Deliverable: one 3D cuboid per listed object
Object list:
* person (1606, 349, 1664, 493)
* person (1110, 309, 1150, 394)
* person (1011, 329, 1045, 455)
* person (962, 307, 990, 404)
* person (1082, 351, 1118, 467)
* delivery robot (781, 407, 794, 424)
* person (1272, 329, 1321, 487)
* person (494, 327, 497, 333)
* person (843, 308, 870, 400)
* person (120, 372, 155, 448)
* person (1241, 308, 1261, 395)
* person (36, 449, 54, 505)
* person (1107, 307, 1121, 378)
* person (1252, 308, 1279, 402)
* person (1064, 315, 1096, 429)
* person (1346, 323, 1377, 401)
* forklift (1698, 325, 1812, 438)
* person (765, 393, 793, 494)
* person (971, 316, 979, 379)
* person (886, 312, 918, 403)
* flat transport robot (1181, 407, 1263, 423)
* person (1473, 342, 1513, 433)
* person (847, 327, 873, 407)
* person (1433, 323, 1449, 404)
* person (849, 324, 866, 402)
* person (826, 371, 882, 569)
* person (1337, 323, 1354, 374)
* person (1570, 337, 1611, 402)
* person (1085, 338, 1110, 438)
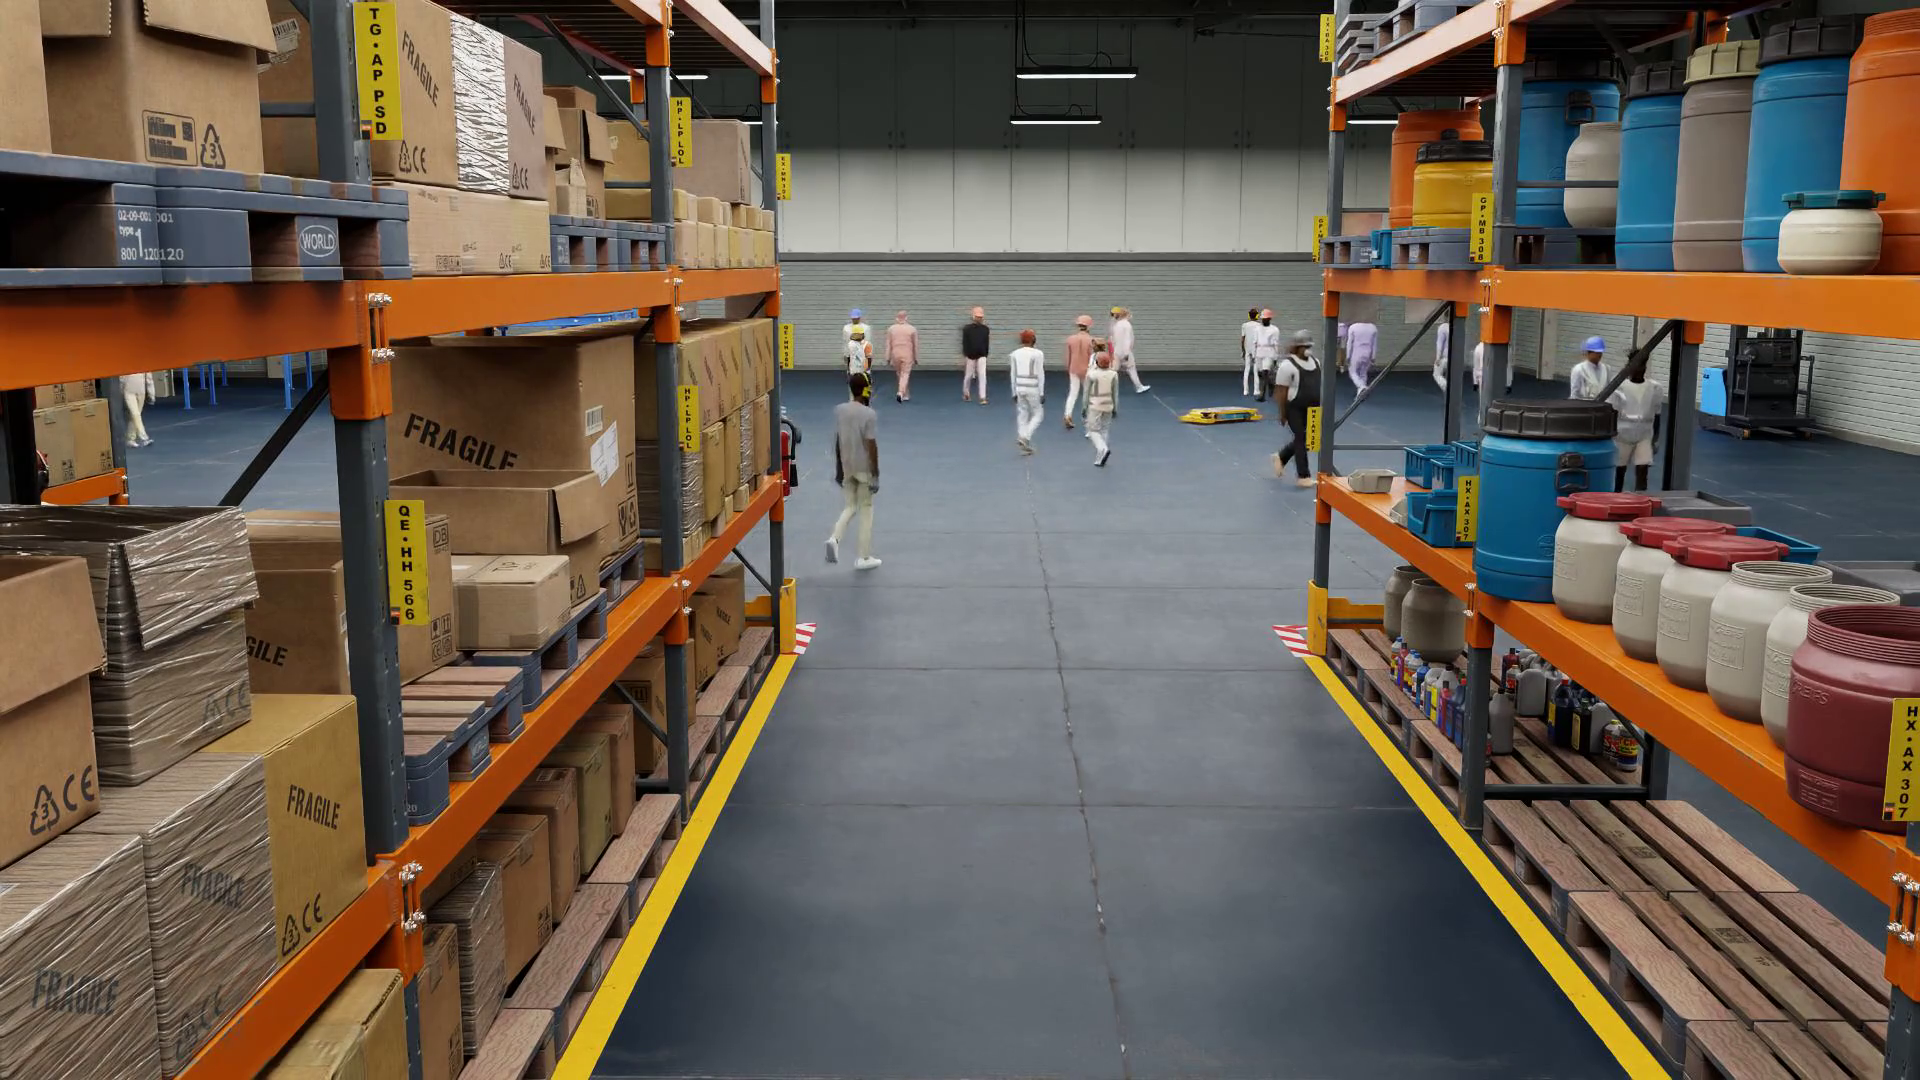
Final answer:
[{"bbox_3d":[7.376,-1.137,18.249,0.627,1.909,1.025,2,10,9],"label":"person"},{"bbox_3d":[3.600,-4.092,36.136,1.045,1.844,0.663,-4,10,-24],"label":"person"},{"bbox_3d":[1.021,-2.201,24.730,0.607,1.871,0.413,7,12,37],"label":"person"},{"bbox_3d":[0.303,-3.765,33.859,0.612,1.963,0.912,-3,10,-17],"label":"person"},{"bbox_3d":[1.976,-1.814,23.157,0.533,1.624,0.531,-4,10,-24],"label":"person"},{"bbox_3d":[-2.827,-2.004,26.564,0.335,0.223,0.698,-2,10,-14],"label":"delivery robot"},{"bbox_3d":[4.350,-1.720,21.474,0.679,2.000,0.822,-8,12,-39],"label":"person"},{"bbox_3d":[-7.655,-2.643,27.176,0.350,1.942,0.545,8,13,42],"label":"person"},{"bbox_3d":[-2.168,-3.941,35.076,0.614,1.908,0.907,1,10,7],"label":"person"},{"bbox_3d":[-12.650,-2.204,25.591,0.886,1.573,0.513,6,11,34],"label":"person"},{"bbox_3d":[6.325,-4.066,35.920,0.518,1.869,0.326,5,11,29],"label":"person"},{"bbox_3d":[-4.913,0.439,8.880,0.573,1.887,0.355,0,9,-1],"label":"person"},{"bbox_3d":[3.784,-4.842,40.879,0.329,1.765,0.526,2,10,11],"label":"person"},{"bbox_3d":[6.352,-3.838,34.409,0.558,1.918,0.765,9,13,42],"label":"person"},{"bbox_3d":[2.077,-2.900,28.682,0.609,1.961,0.983,5,11,27],"label":"person"},{"bbox_3d":[8.269,-3.792,34.204,0.643,1.896,0.578,-2,10,-13],"label":"person"},{"bbox_3d":[13.248,-3.165,27.620,1.129,2.768,1.873,0,9,1],"label":"forklift"},{"bbox_3d":[-2.397,-1.429,20.340,0.609,1.797,0.863,-9,13,-44],"label":"person"},{"bbox_3d":[0.345,-4.729,40.701,0.529,1.598,0.842,1,9,4],"label":"person"},{"bbox_3d":[-1.198,-3.751,34.120,0.669,1.852,0.937,2,10,14],"label":"person"},{"bbox_3d":[4.738,-2.271,30.064,1.431,0.197,0.652,-7,12,-35],"label":"flat transport robot"},{"bbox_3d":[8.617,-2.536,26.860,0.447,1.829,0.647,-8,12,-40],"label":"person"},{"bbox_3d":[-1.885,-3.157,30.982,0.542,1.695,0.316,5,11,29],"label":"person"},{"bbox_3d":[9.695,-3.613,33.031,0.714,1.920,0.402,-6,11,-31],"label":"person"},{"bbox_3d":[-1.826,-2.995,29.871,0.297,1.743,0.493,2,10,12],"label":"person"},{"bbox_3d":[-0.990,-0.642,15.464,0.537,1.852,0.538,7,12,36],"label":"person"},{"bbox_3d":[9.814,-5.296,42.796,0.617,2.037,0.446,2,10,14],"label":"person"},{"bbox_3d":[7.922,-1.572,20.796,0.639,1.926,0.578,-4,10,-21],"label":"person"},{"bbox_3d":[2.250,-2.465,27.008,0.310,1.639,0.518,-5,11,-28],"label":"person"}]
